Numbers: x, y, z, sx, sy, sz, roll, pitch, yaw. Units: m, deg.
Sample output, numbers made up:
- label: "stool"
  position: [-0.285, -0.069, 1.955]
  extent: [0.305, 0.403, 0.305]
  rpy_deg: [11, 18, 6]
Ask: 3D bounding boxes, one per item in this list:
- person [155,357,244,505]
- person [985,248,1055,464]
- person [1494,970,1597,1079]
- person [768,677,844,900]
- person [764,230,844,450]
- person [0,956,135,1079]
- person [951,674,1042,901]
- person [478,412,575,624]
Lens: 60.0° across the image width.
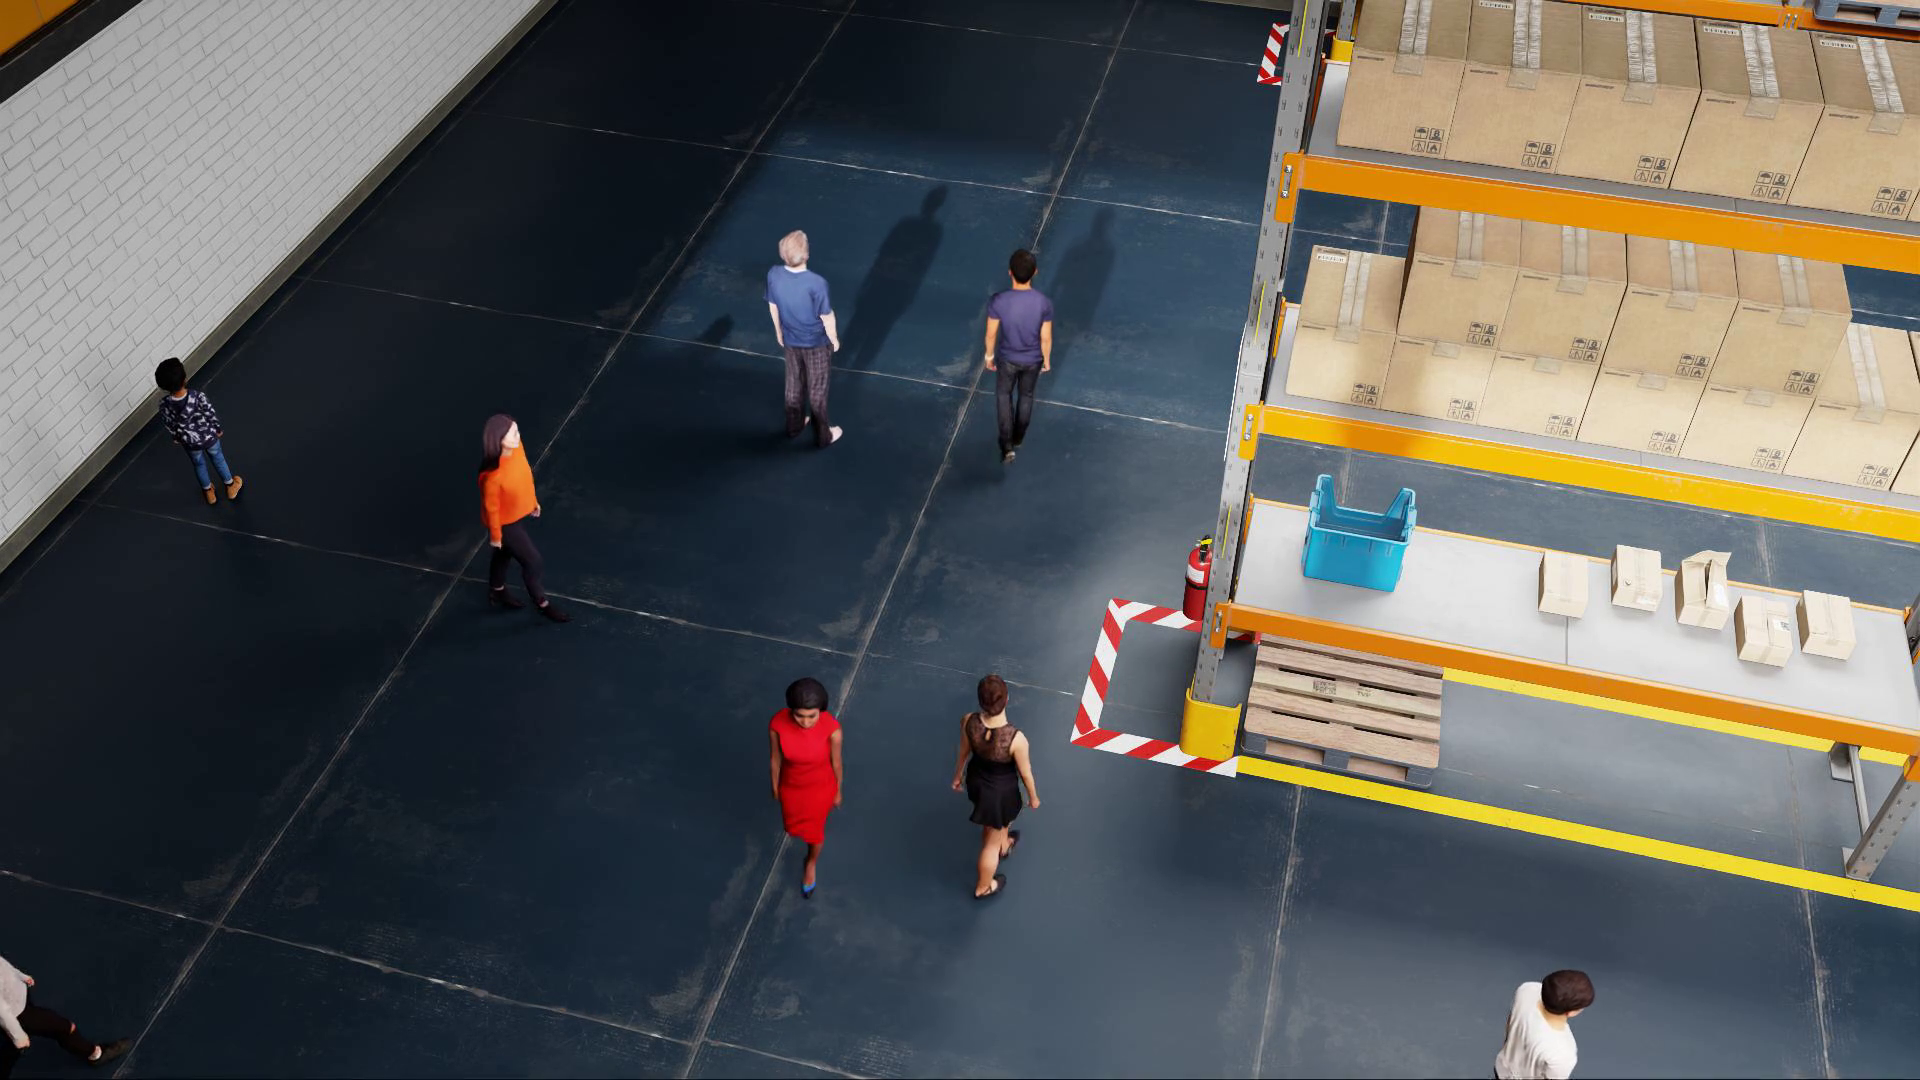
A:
- label: "person"
  position: [-5.525, -0.791, 12.016]
  extent: [0.566, 1.251, 0.646]
  rpy_deg: [-12, 45, -13]
- label: "person"
  position: [0.432, -1.285, 12.153]
  extent: [0.927, 1.776, 0.843]
  rpy_deg: [1, 44, 1]
- label: "person"
  position: [2.749, 2.609, 8.102]
  extent: [0.756, 1.726, 0.734]
  rpy_deg: [-7, 44, -7]
- label: "person"
  position: [-0.851, 1.329, 9.449]
  extent: [0.821, 1.721, 0.755]
  rpy_deg: [4, 44, 4]
- label: "person"
  position: [-1.144, -1.460, 12.267]
  extent: [0.556, 1.873, 0.761]
  rpy_deg: [17, 46, 17]
- label: "person"
  position: [-4.902, 2.444, 8.476]
  extent: [0.949, 1.451, 0.991]
  rpy_deg: [-32, 52, -29]
- label: "person"
  position: [0.126, 1.442, 9.374]
  extent: [0.827, 1.661, 0.860]
  rpy_deg: [30, 51, 28]
- label: "person"
  position: [-3.058, -0.129, 10.978]
  extent: [0.892, 1.723, 0.704]
  rpy_deg: [8, 44, 8]
